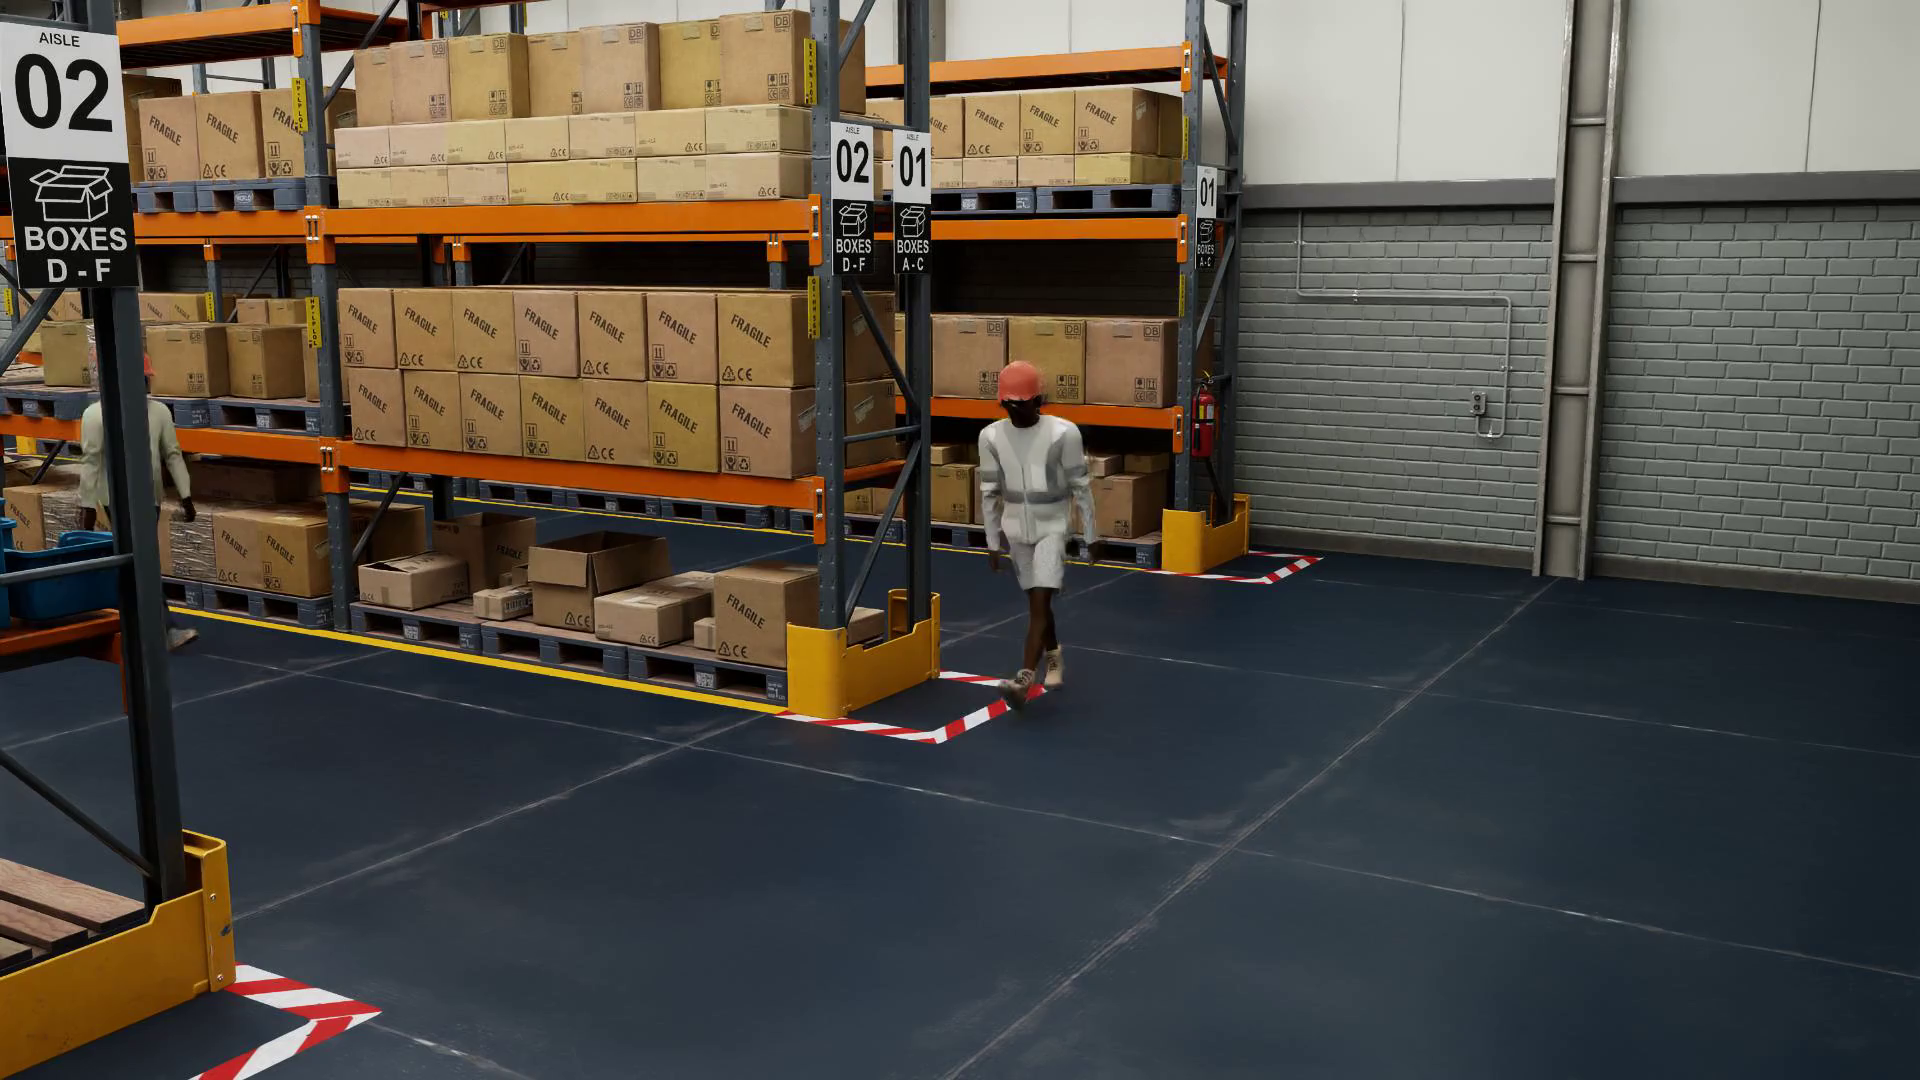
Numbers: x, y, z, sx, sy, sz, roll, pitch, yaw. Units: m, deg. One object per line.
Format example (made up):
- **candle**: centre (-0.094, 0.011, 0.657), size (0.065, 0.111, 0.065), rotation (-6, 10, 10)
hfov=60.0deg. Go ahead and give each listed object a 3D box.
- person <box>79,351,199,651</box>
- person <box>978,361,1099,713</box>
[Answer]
- **person**: centre (-5.199, -0.257, 10.685), size (0.962, 1.951, 0.652), rotation (4, 11, 24)
- **person**: centre (0.409, -0.031, 9.373), size (0.652, 1.950, 1.110), rotation (4, 11, 24)
